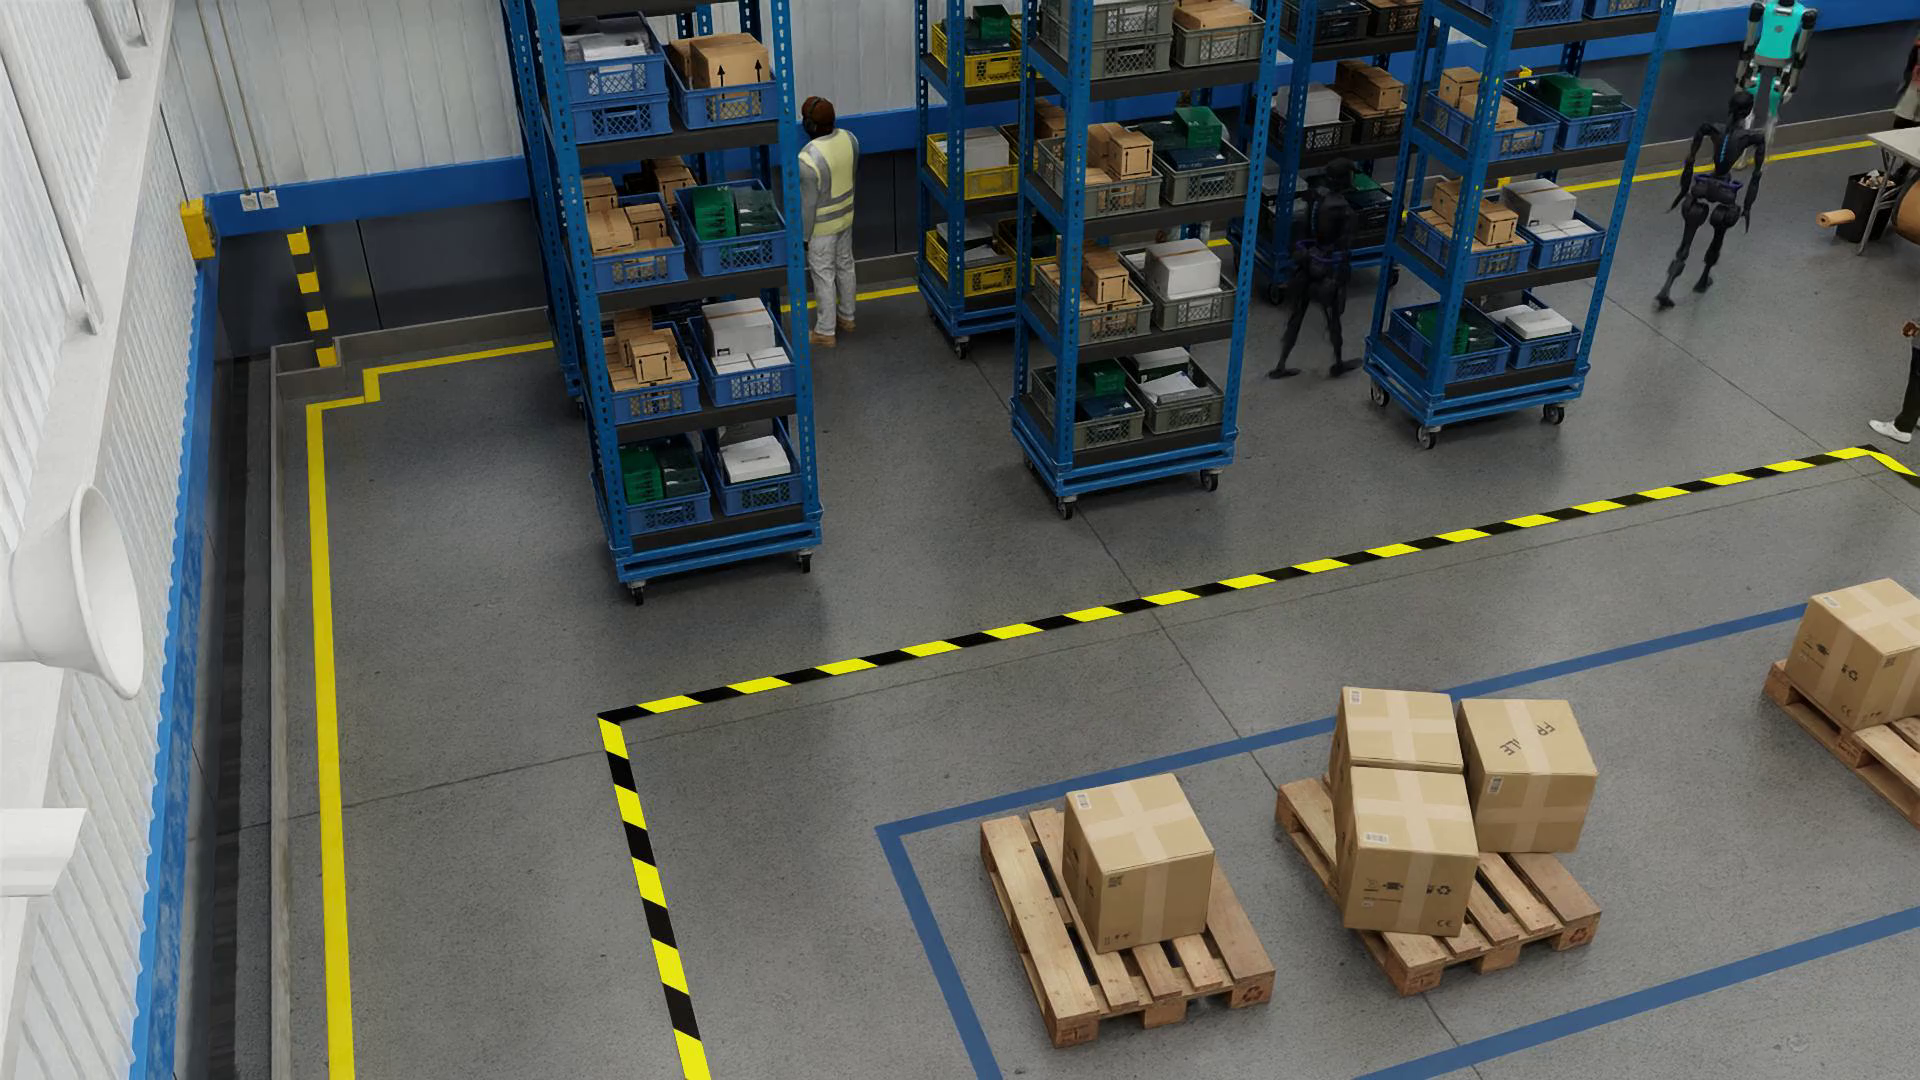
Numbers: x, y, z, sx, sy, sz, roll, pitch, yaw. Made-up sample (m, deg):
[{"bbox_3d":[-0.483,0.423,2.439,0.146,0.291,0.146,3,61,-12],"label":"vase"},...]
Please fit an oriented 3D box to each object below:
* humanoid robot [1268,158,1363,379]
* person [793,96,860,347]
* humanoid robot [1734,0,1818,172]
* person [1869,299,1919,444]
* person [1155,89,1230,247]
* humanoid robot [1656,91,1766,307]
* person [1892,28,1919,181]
[{"bbox_3d":[2.533,-1.879,11.515,0.684,1.636,0.590,-14,38,-19],"label":"humanoid robot"},{"bbox_3d":[-0.977,-2.278,11.921,0.430,1.845,0.620,20,40,26],"label":"person"},{"bbox_3d":[7.056,-4.023,14.531,0.537,1.818,0.785,19,39,24],"label":"humanoid robot"},{"bbox_3d":[6.397,-1.492,10.801,0.588,1.848,0.405,-11,37,-15],"label":"person"},{"bbox_3d":[1.623,-2.320,11.897,0.373,1.940,0.630,27,43,33],"label":"person"},{"bbox_3d":[5.644,-2.546,12.500,0.600,1.645,0.777,25,42,31],"label":"humanoid robot"},{"bbox_3d":[8.331,-3.906,14.146,0.637,1.941,0.606,-14,37,-19],"label":"person"}]
